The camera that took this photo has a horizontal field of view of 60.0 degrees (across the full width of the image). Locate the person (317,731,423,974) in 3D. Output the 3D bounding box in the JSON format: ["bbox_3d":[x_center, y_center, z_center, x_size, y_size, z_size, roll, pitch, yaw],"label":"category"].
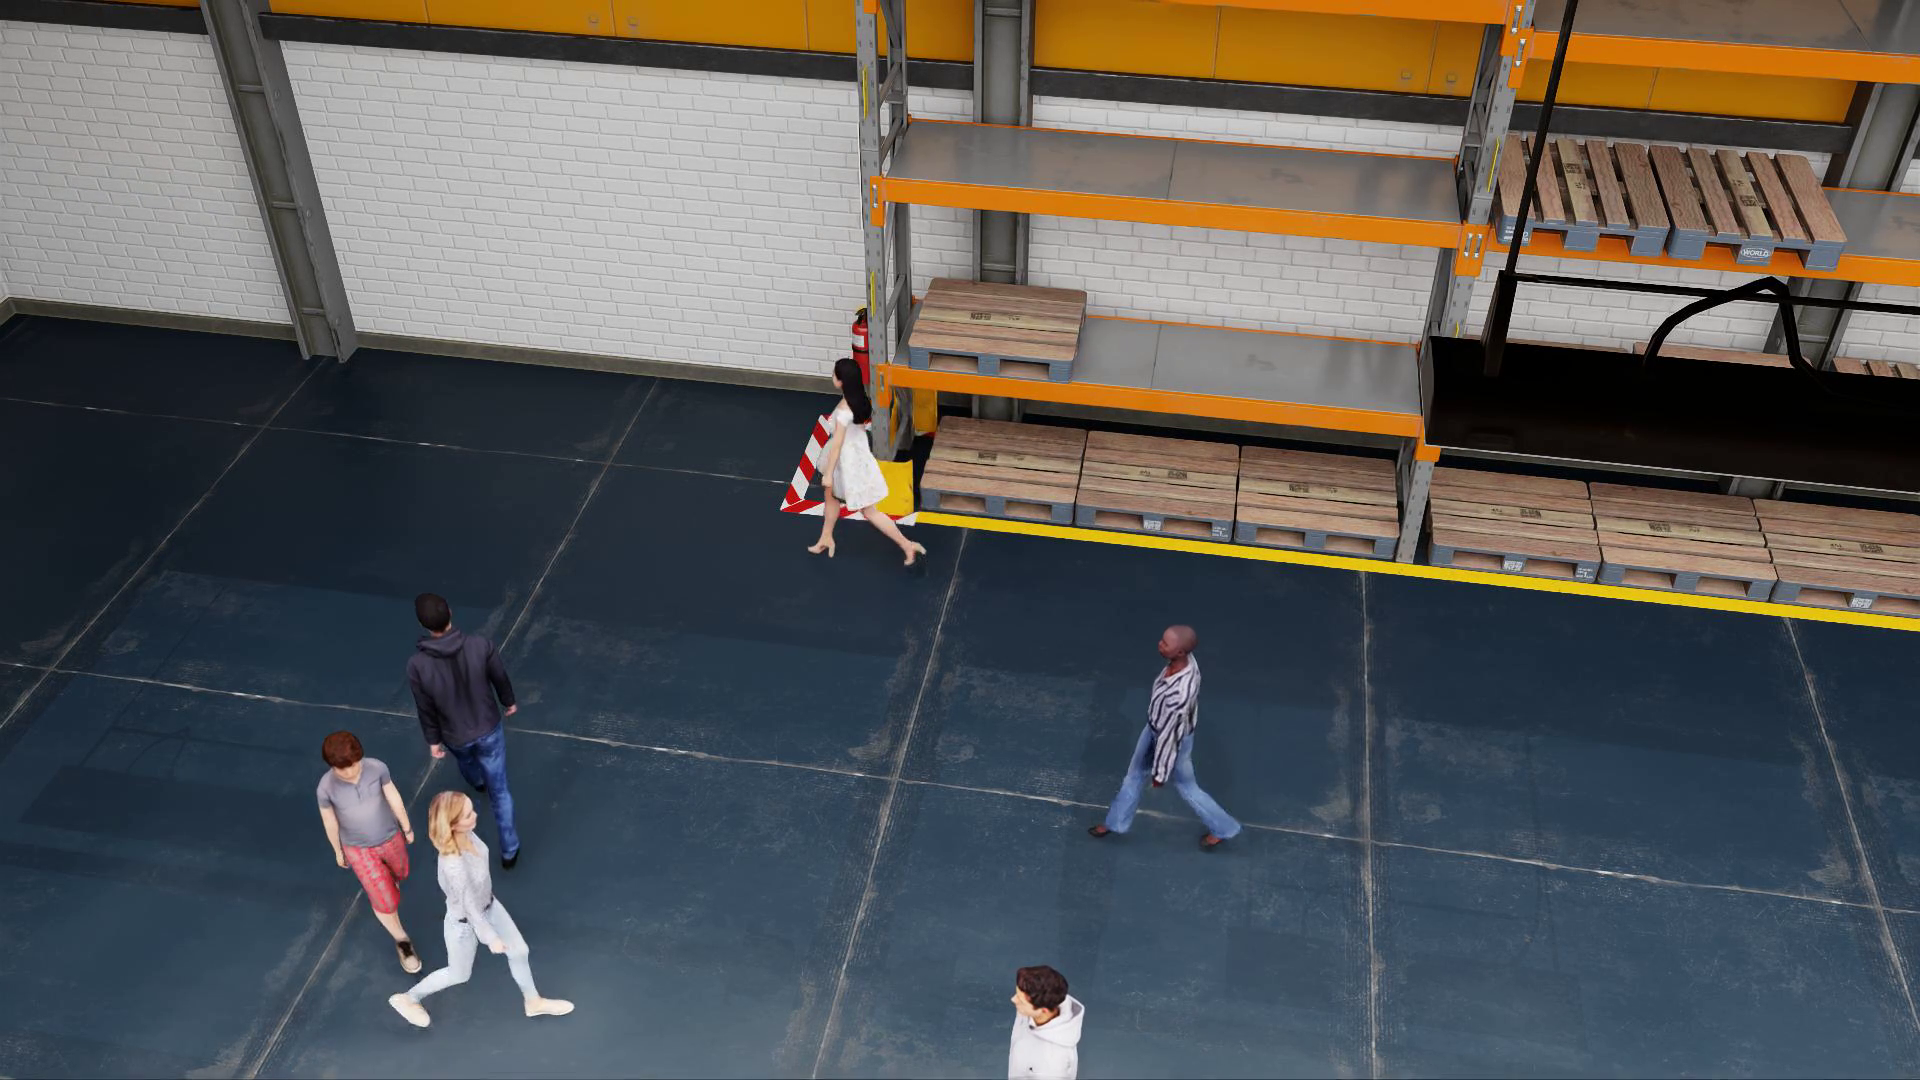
[{"bbox_3d":[-3.311,1.635,9.328,1.039,1.628,1.068,-21,43,-24],"label":"person"}]

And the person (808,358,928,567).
[{"bbox_3d":[-0.703,-0.486,11.894,1.158,1.739,0.640,8,39,10],"label":"person"}]

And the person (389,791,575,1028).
[{"bbox_3d":[-2.665,2.012,8.754,1.234,1.755,0.754,0,39,0],"label":"person"}]

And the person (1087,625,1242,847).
[{"bbox_3d":[1.324,1.219,9.750,1.183,1.750,0.751,2,39,2],"label":"person"}]

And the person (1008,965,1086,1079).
[{"bbox_3d":[0.409,2.636,7.835,0.709,1.926,0.737,-5,39,-7],"label":"person"}]

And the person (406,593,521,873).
[{"bbox_3d":[-2.851,1.171,9.752,1.293,1.823,1.225,-14,41,-17],"label":"person"}]
